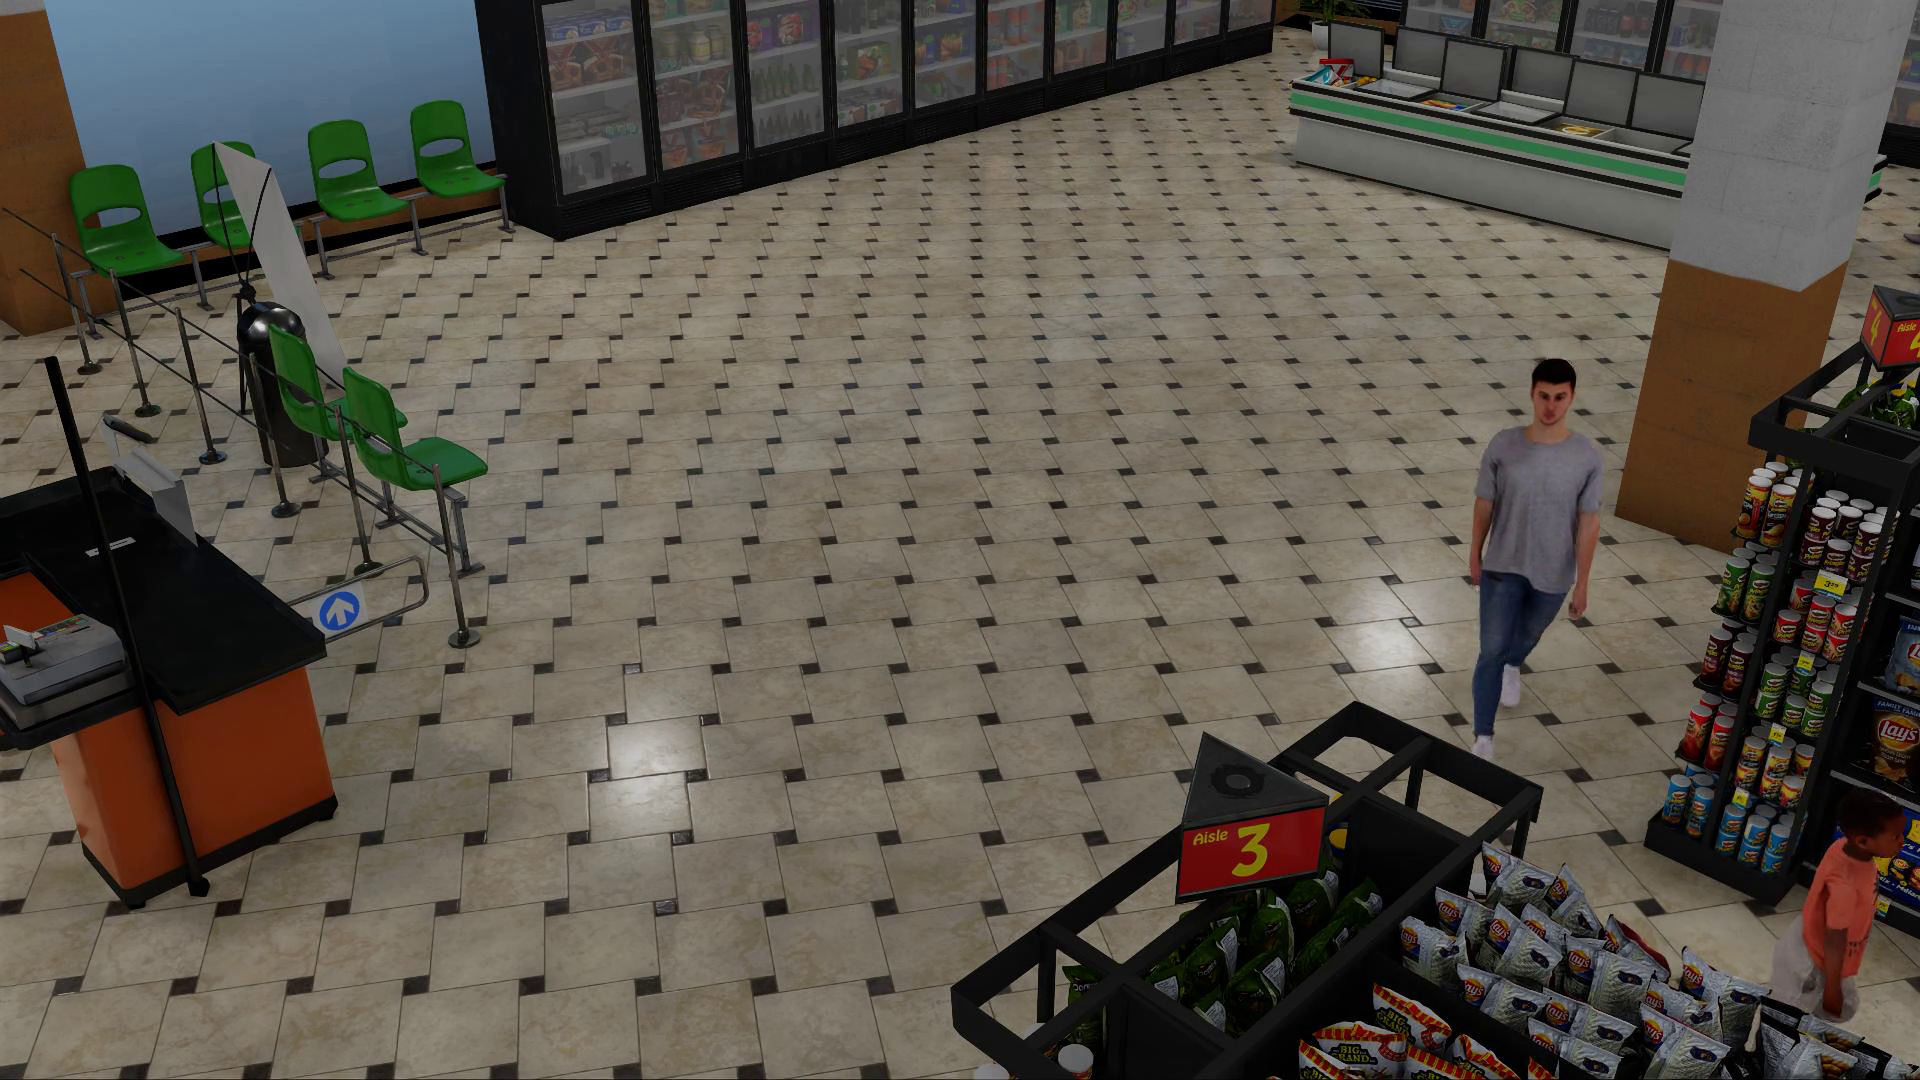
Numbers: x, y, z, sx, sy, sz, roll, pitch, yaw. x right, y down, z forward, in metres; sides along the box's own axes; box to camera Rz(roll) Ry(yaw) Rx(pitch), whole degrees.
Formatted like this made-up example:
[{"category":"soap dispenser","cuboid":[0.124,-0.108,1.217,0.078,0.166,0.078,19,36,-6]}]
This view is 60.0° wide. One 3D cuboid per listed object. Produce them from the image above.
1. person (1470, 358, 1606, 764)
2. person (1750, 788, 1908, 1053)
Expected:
[{"category":"person","cuboid":[2.532,0.069,7.385,1.226,1.850,1.163,6,29,10]},{"category":"person","cuboid":[2.824,1.358,5.595,0.488,1.302,0.493,24,36,36]}]
